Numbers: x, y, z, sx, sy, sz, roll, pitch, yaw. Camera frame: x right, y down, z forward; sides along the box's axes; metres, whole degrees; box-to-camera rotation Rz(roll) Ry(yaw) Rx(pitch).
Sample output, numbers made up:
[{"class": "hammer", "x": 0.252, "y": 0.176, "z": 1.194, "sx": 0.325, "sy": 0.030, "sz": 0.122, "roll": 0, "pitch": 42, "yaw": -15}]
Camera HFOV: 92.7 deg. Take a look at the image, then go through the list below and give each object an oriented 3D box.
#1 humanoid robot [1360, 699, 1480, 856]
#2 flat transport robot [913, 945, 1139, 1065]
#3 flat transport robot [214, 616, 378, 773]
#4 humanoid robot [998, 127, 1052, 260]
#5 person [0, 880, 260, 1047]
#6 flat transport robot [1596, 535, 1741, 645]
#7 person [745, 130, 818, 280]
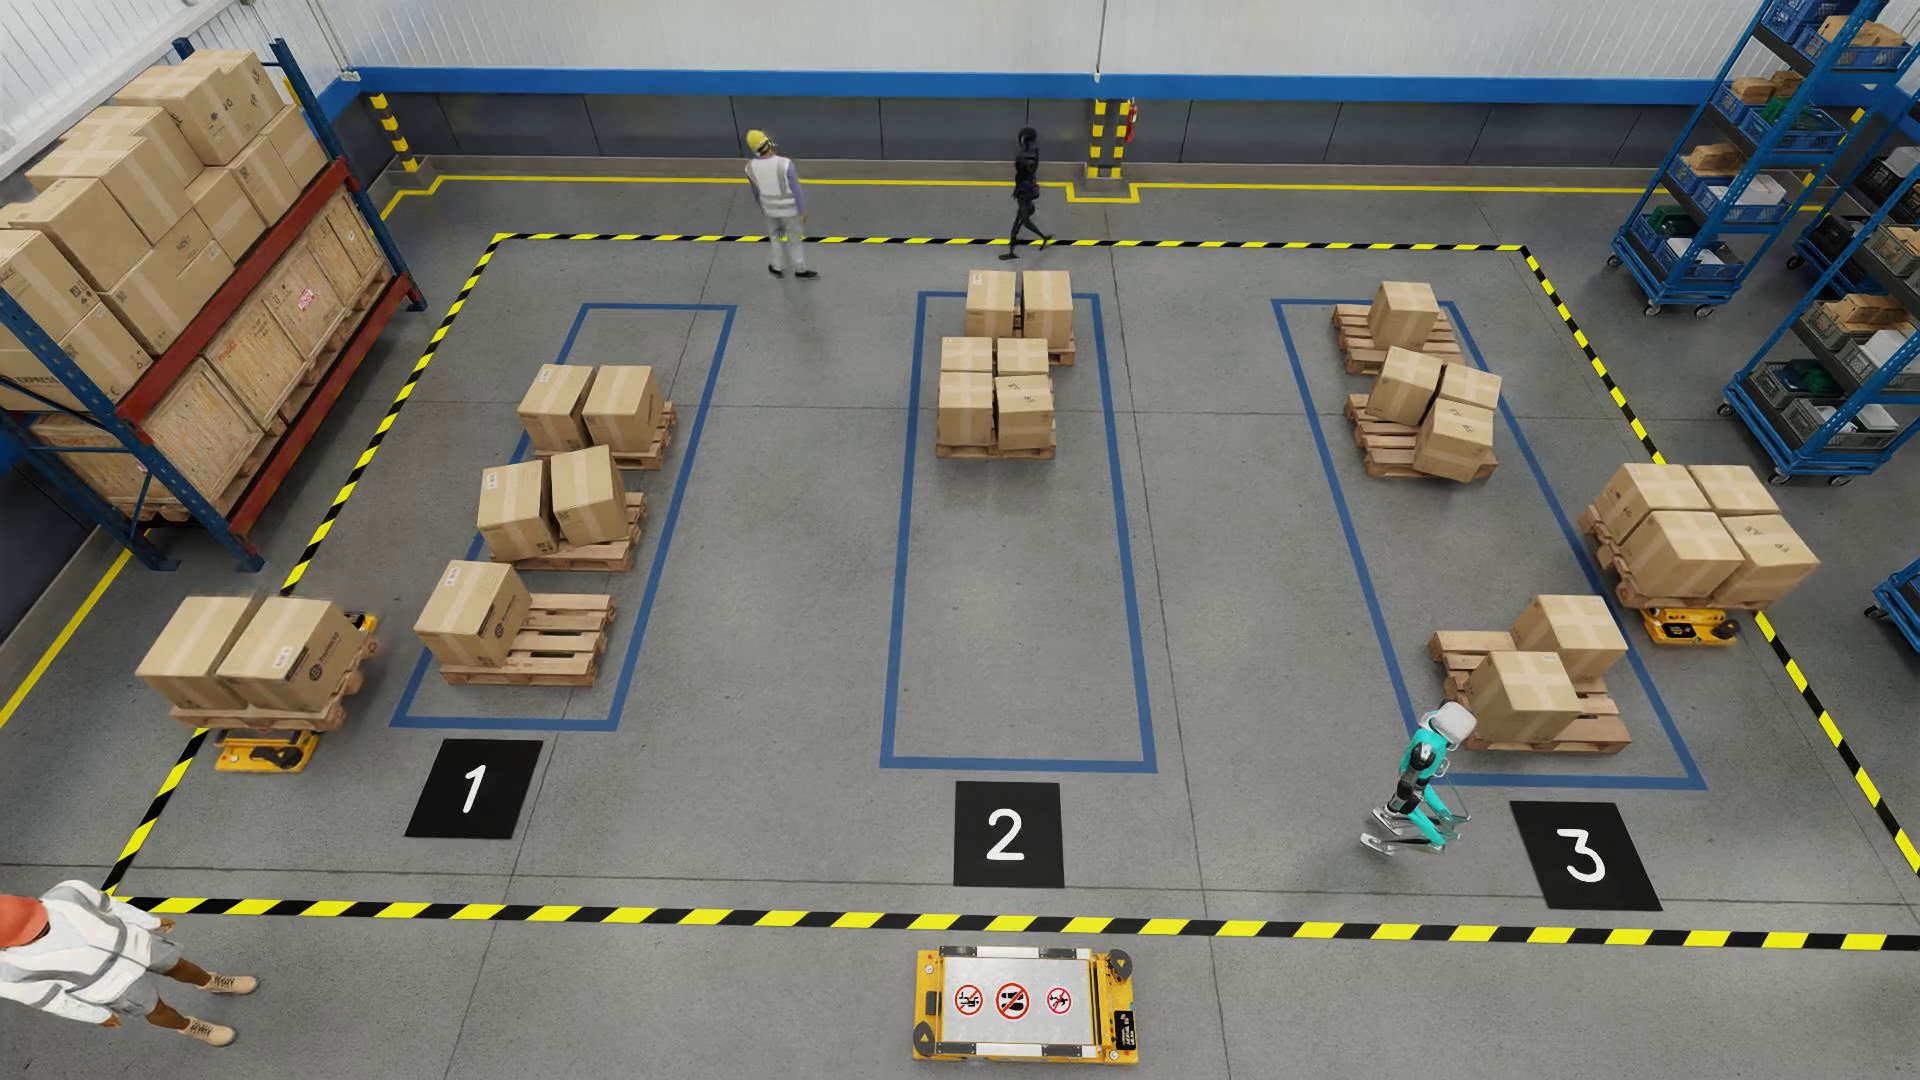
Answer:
[{"class": "humanoid robot", "x": 3.164, "y": 1.698, "z": 6.069, "sx": 0.735, "sy": 1.675, "sz": 0.533, "roll": 34, "pitch": 58, "yaw": 24}, {"class": "flat transport robot", "x": 0.422, "y": 3.041, "z": 6.007, "sx": 1.431, "sy": 0.231, "sz": 0.659, "roll": 1, "pitch": 51, "yaw": 1}, {"class": "flat transport robot", "x": -5.423, "y": 1.195, "z": 7.494, "sx": 0.652, "sy": 0.197, "sz": 1.431, "roll": 1, "pitch": 51, "yaw": 1}, {"class": "humanoid robot", "x": 0.831, "y": -4.129, "z": 10.960, "sx": 0.694, "sy": 1.636, "sz": 0.608, "roll": -8, "pitch": 51, "yaw": -6}, {"class": "person", "x": -4.857, "y": 2.472, "z": 5.328, "sx": 0.391, "sy": 2.041, "sz": 0.611, "roll": 1, "pitch": 51, "yaw": 1}, {"class": "flat transport robot", "x": 6.303, "y": 0.284, "z": 8.236, "sx": 0.652, "sy": 0.197, "sz": 1.431, "roll": 1, "pitch": 51, "yaw": 1}, {"class": "person", "x": -2.053, "y": -3.850, "z": 10.656, "sx": 0.702, "sy": 1.781, "sz": 0.407, "roll": 11, "pitch": 52, "yaw": 9}]
